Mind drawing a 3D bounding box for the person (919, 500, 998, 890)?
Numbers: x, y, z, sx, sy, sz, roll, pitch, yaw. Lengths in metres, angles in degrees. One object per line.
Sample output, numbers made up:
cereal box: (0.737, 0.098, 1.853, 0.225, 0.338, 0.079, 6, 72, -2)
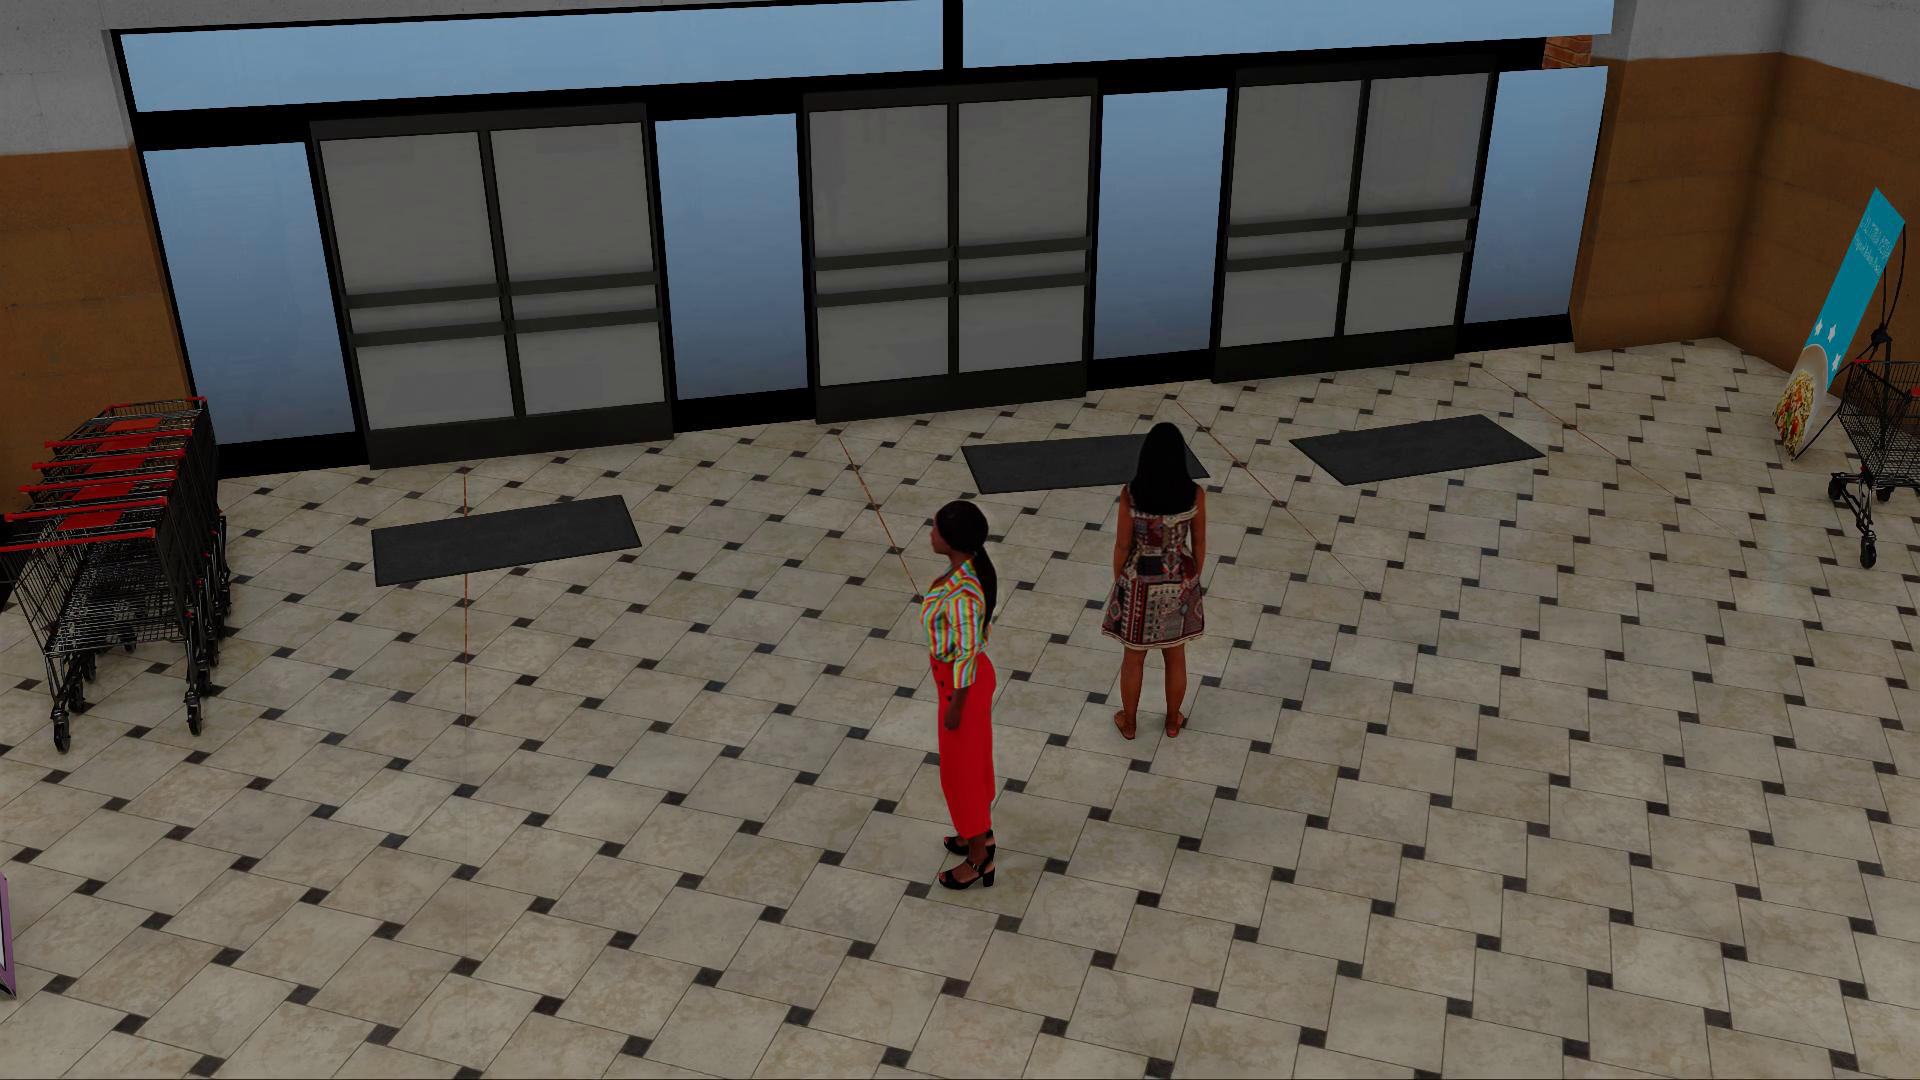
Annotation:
person: (0.018, 0.651, 6.841, 0.733, 1.792, 0.601, 3, 27, 6)

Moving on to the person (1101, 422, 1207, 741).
person: (0.933, 0.207, 7.879, 0.693, 1.645, 0.603, -1, 27, -3)
